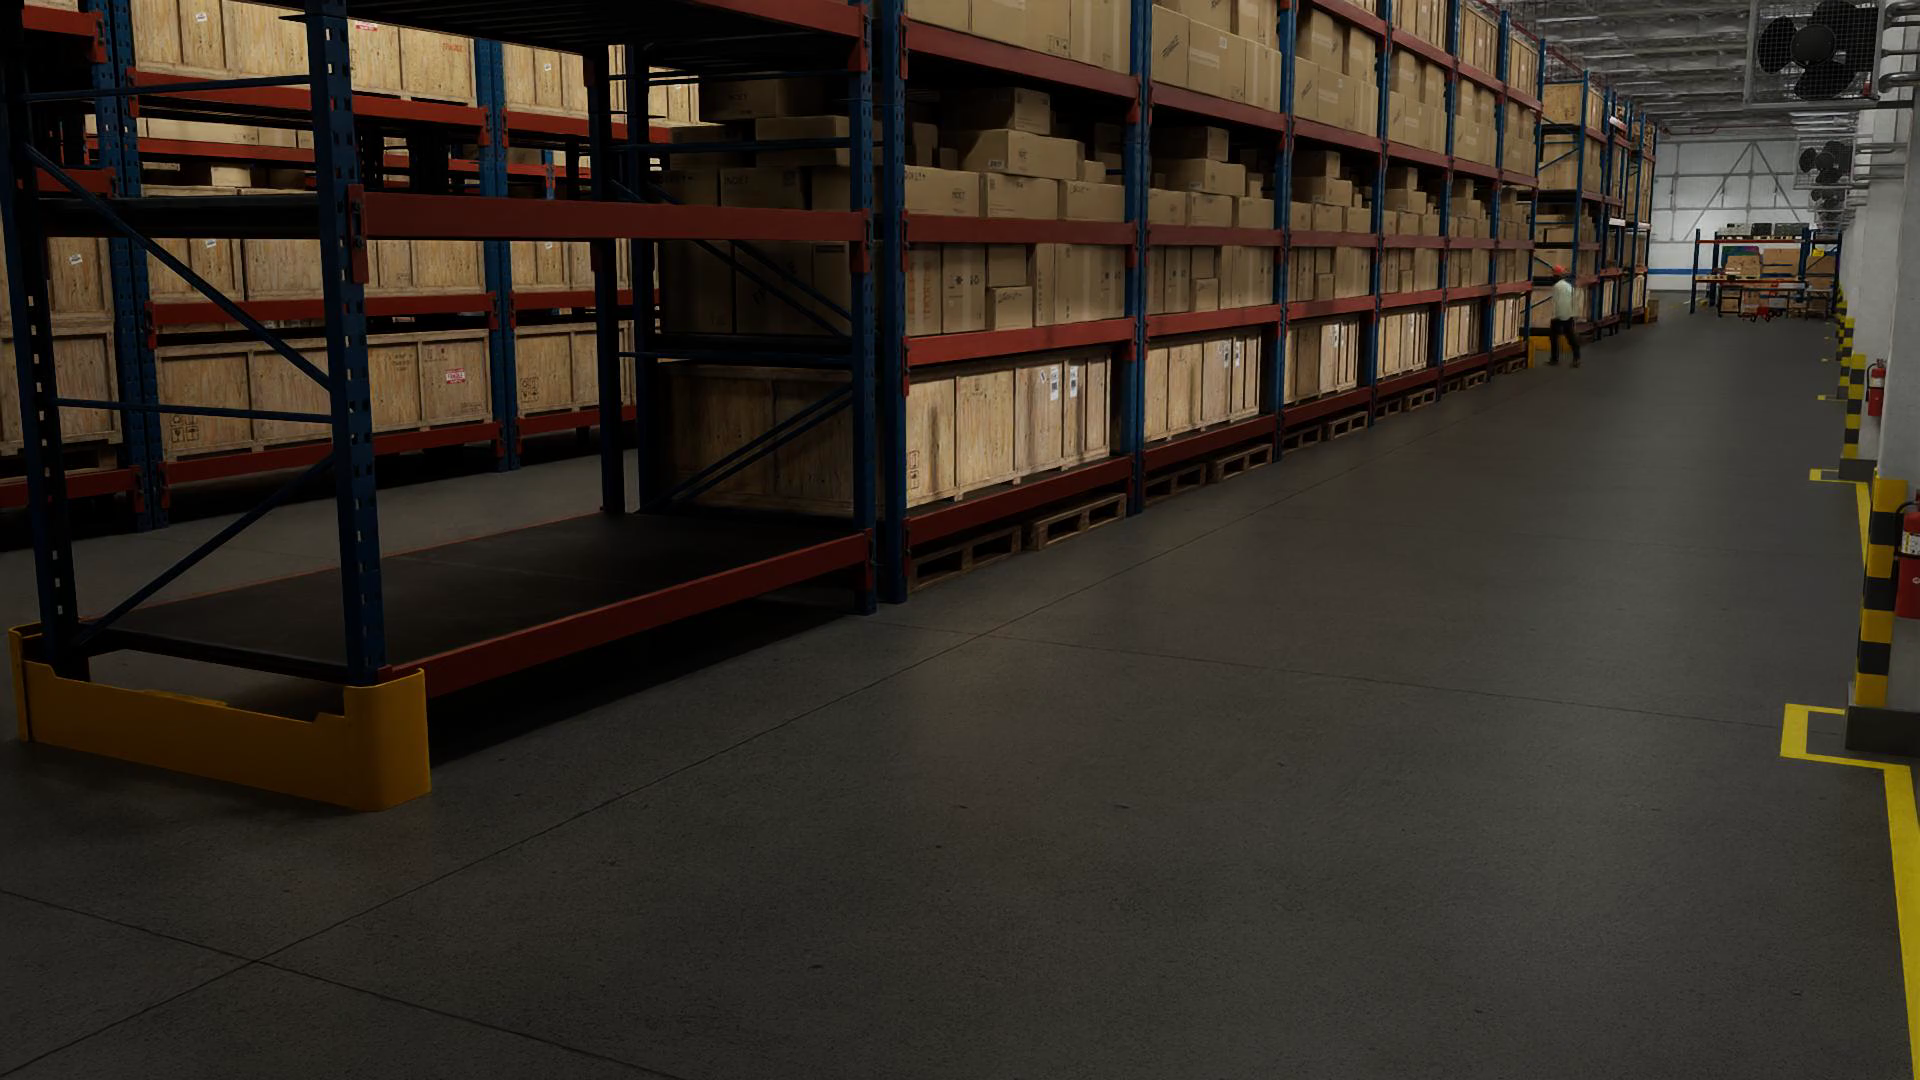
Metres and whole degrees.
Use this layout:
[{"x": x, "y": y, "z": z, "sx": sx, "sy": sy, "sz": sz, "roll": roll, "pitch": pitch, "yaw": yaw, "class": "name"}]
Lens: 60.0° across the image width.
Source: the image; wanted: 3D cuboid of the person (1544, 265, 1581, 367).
[{"x": 11.572, "y": -4.256, "z": 31.715, "sx": 0.728, "sy": 1.942, "sz": 0.825, "roll": -7, "pitch": 12, "yaw": -36, "class": "person"}]

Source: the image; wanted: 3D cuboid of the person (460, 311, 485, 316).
[{"x": -6.095, "y": -2.418, "z": 21.365, "sx": 0.590, "sy": 1.837, "sz": 0.404, "roll": -2, "pitch": 10, "yaw": -12, "class": "person"}]
